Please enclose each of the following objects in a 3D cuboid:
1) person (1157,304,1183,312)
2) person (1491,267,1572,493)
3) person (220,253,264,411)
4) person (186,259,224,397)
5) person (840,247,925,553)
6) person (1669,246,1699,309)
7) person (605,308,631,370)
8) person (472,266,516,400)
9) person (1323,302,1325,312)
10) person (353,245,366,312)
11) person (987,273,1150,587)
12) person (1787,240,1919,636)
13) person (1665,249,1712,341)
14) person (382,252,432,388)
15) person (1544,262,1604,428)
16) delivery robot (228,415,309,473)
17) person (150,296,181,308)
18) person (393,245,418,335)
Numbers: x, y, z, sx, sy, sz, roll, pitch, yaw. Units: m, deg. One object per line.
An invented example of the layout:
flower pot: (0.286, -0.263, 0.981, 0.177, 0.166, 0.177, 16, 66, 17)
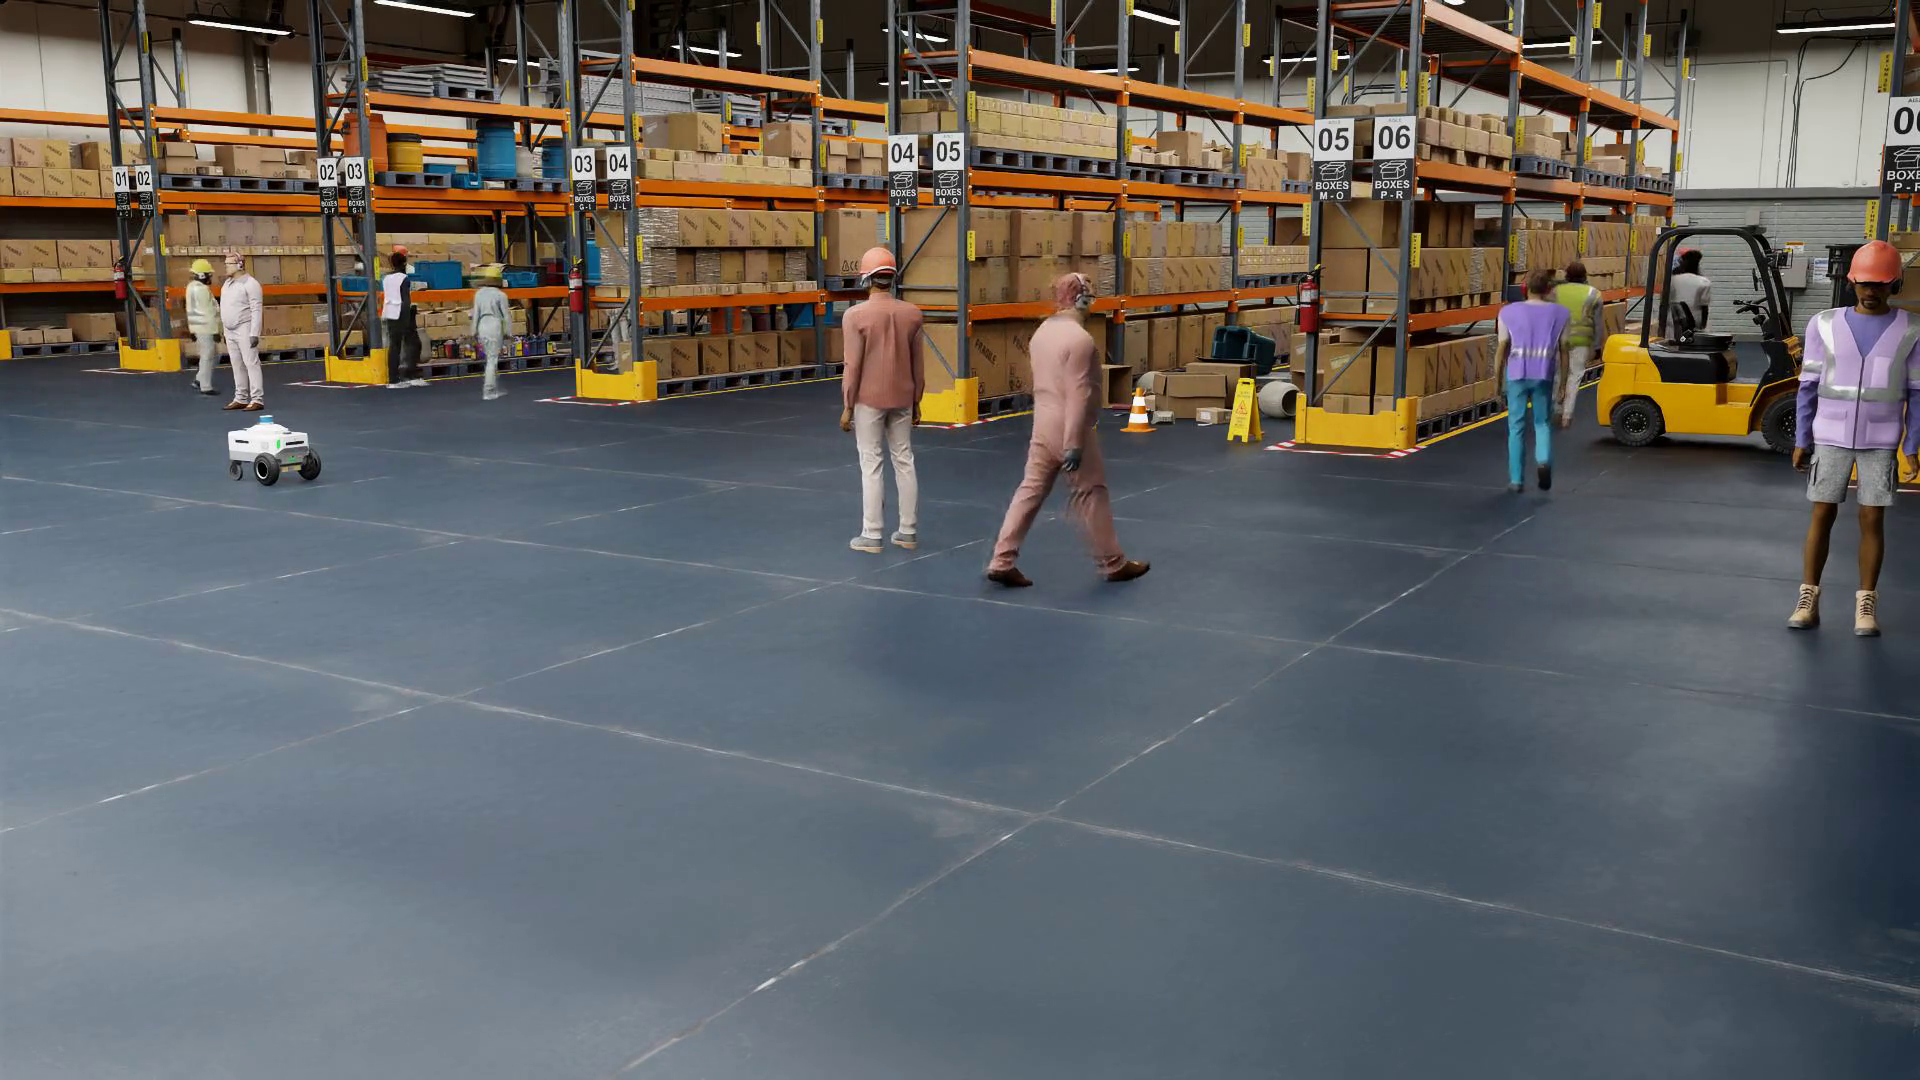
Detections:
person: (3.726, -4.070, 29.452, 0.550, 1.686, 0.369, 7, 12, 33)
person: (4.610, -1.279, 13.454, 0.582, 1.832, 0.442, 2, 10, 9)
person: (-8.710, -2.509, 20.113, 0.639, 1.910, 0.406, 6, 12, 31)
person: (-9.901, -2.776, 21.854, 0.431, 1.815, 0.604, -7, 12, -35)
person: (-0.520, -0.916, 10.949, 0.623, 1.992, 0.396, -7, 12, -34)
person: (13.362, -4.426, 30.668, 0.632, 1.975, 0.758, -4, 11, -19)
person: (-5.432, -3.500, 26.505, 0.527, 1.620, 0.376, 6, 12, 29)
person: (-6.046, -2.707, 21.740, 0.516, 1.710, 0.763, 4, 11, 20)
person: (7.487, -4.842, 33.500, 0.980, 1.808, 0.584, -2, 10, -9)
person: (-11.528, -4.702, 32.184, 0.627, 1.992, 1.041, 8, 13, 37)
person: (0.614, -0.634, 9.798, 1.053, 1.857, 0.655, -5, 11, -25)
person: (4.641, -0.516, 8.598, 0.605, 2.035, 0.390, 6, 12, 31)
person: (9.770, -2.941, 22.434, 0.616, 1.944, 0.748, 6, 12, 28)
person: (-7.798, -3.082, 23.371, 0.625, 1.885, 0.741, 8, 13, 39)
person: (6.834, -2.178, 18.544, 0.656, 1.802, 0.929, 5, 11, 28)
delivery robot: (-5.894, -0.818, 14.169, 0.707, 0.478, 0.477, 6, 12, 31)
person: (-13.947, -4.050, 29.186, 0.545, 1.750, 0.390, 2, 10, 8)
person: (-9.518, -4.042, 28.479, 0.611, 1.986, 0.392, 6, 12, 31)
